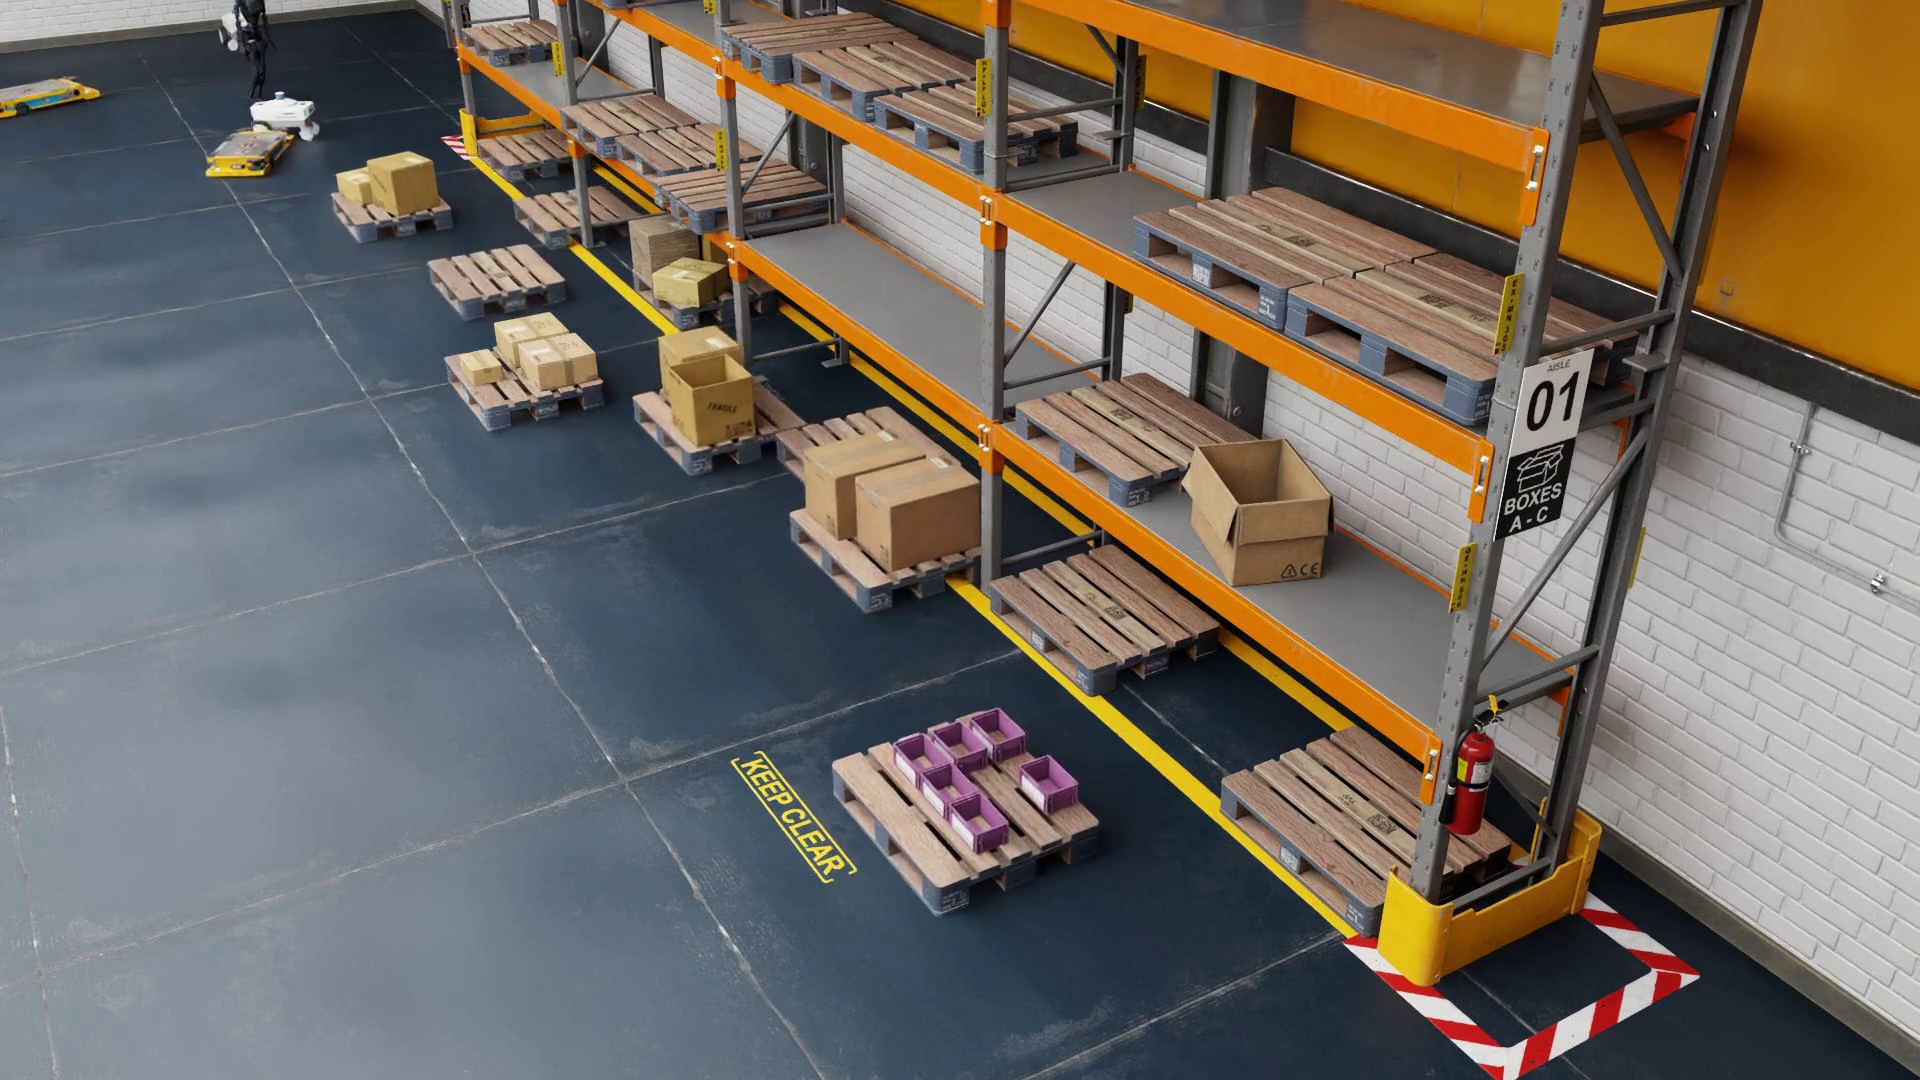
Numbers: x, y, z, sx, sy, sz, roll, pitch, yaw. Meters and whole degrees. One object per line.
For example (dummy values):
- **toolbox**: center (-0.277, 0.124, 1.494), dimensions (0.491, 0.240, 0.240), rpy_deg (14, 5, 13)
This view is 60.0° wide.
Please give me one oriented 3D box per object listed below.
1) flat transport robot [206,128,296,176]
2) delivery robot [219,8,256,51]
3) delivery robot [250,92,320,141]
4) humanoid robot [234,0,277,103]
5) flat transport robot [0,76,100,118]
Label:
- **flat transport robot**: center (-8.423, -4.607, 19.766), dimensions (0.659, 0.231, 1.431), rpy_deg (-3, 30, -5)
- **delivery robot**: center (-10.772, -7.643, 24.821), dimensions (0.517, 0.581, 0.752), rpy_deg (-17, 34, -28)
- **delivery robot**: center (-8.388, -5.234, 20.584), dimensions (0.779, 0.597, 0.499), rpy_deg (-1, 30, -1)
- **humanoid robot**: center (-9.274, -6.557, 21.791), dimensions (0.387, 1.641, 0.587), rpy_deg (11, 31, 18)
- **flat transport robot**: center (-12.212, -5.833, 21.929), dimensions (0.659, 0.231, 1.431), rpy_deg (20, 35, 32)
